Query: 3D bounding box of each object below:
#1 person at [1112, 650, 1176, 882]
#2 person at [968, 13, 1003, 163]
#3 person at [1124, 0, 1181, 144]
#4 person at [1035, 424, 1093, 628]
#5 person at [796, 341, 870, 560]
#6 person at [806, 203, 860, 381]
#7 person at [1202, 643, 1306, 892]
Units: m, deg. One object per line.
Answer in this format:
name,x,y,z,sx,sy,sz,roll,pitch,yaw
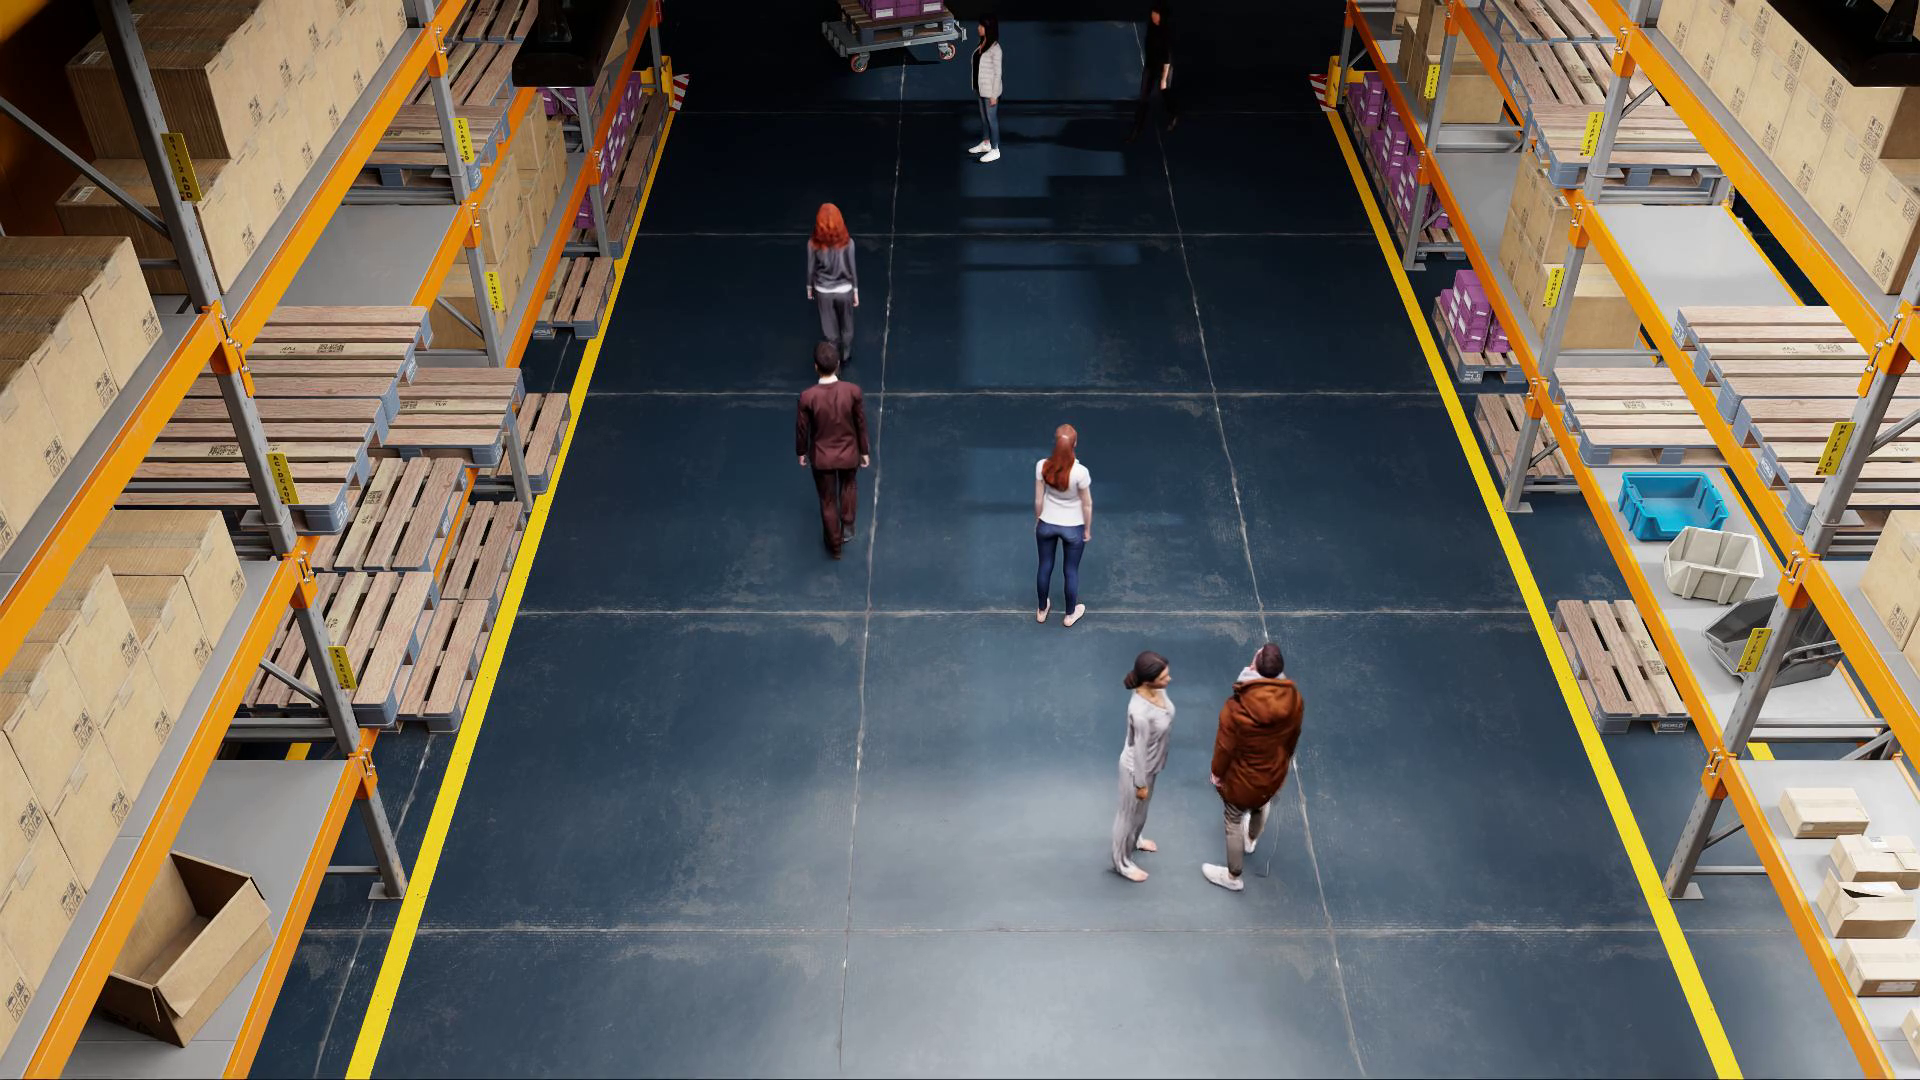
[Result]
person,1.108,1.367,10.224,0.713,1.773,0.574,13,40,15
person,0.310,-4.992,18.294,0.761,1.638,0.642,-18,42,-21
person,2.280,-5.281,18.682,1.124,1.605,1.093,-30,47,-32
person,0.730,-0.097,12.085,0.636,1.738,0.631,12,40,14
person,-0.936,-0.618,12.648,0.779,1.850,0.755,-9,39,-11
person,-1.100,-2.089,14.561,0.647,1.761,0.841,-3,39,-4
person,1.799,1.427,10.108,0.845,1.823,0.874,-17,42,-20
